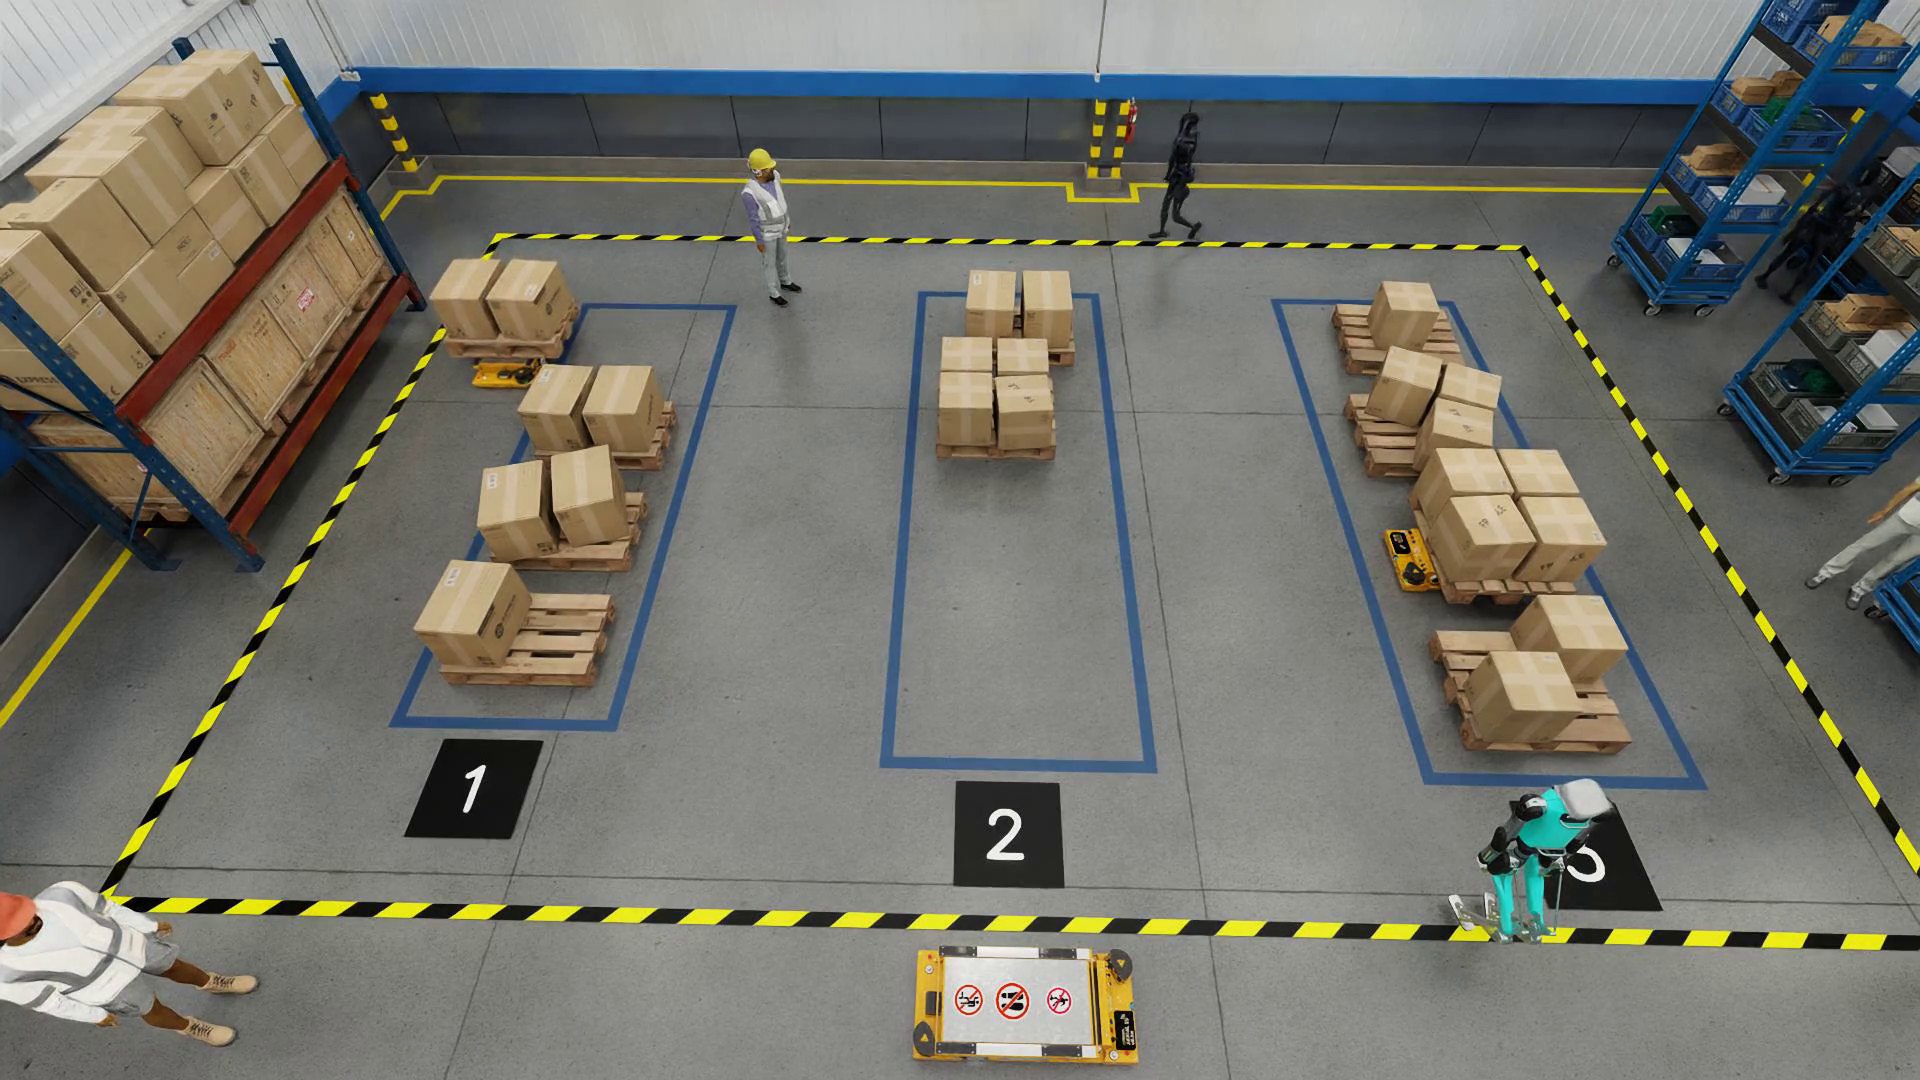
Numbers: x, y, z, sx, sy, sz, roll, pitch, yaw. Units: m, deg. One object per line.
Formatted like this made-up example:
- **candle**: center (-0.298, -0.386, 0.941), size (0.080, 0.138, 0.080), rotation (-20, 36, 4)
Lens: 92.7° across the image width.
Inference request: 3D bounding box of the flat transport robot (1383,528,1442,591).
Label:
- **flat transport robot**: center (4.689, 0.155, 8.342), size (1.431, 0.197, 0.652), rotation (1, 51, 1)

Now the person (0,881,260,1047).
- **person**: center (-4.893, 2.476, 5.321), size (0.365, 2.048, 0.607), rotation (1, 51, 1)

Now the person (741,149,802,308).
- **person**: center (-2.115, -3.519, 10.341), size (0.404, 1.836, 0.597), rotation (21, 54, 16)

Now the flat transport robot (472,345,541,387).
- **flat transport robot**: center (-4.930, -2.259, 10.310), size (0.652, 0.197, 1.431), rotation (1, 51, 1)

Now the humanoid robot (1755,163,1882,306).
- **humanoid robot**: center (9.785, -3.487, 10.426), size (0.588, 1.639, 0.658), rotation (8, 51, 7)

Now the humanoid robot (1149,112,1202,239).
- **humanoid robot**: center (2.741, -4.422, 11.184), size (0.552, 1.636, 0.588), rotation (-7, 51, -6)

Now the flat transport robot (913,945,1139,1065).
- **flat transport robot**: center (0.422, 3.041, 6.007), size (1.431, 0.231, 0.659), rotation (1, 51, 1)

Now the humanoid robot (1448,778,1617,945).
- **humanoid robot**: center (3.578, 2.142, 5.703), size (0.533, 1.680, 0.735), rotation (1, 51, 1)

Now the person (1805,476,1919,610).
- **person**: center (7.933, -0.119, 7.566), size (0.396, 1.843, 0.563), rotation (-34, 59, -25)
